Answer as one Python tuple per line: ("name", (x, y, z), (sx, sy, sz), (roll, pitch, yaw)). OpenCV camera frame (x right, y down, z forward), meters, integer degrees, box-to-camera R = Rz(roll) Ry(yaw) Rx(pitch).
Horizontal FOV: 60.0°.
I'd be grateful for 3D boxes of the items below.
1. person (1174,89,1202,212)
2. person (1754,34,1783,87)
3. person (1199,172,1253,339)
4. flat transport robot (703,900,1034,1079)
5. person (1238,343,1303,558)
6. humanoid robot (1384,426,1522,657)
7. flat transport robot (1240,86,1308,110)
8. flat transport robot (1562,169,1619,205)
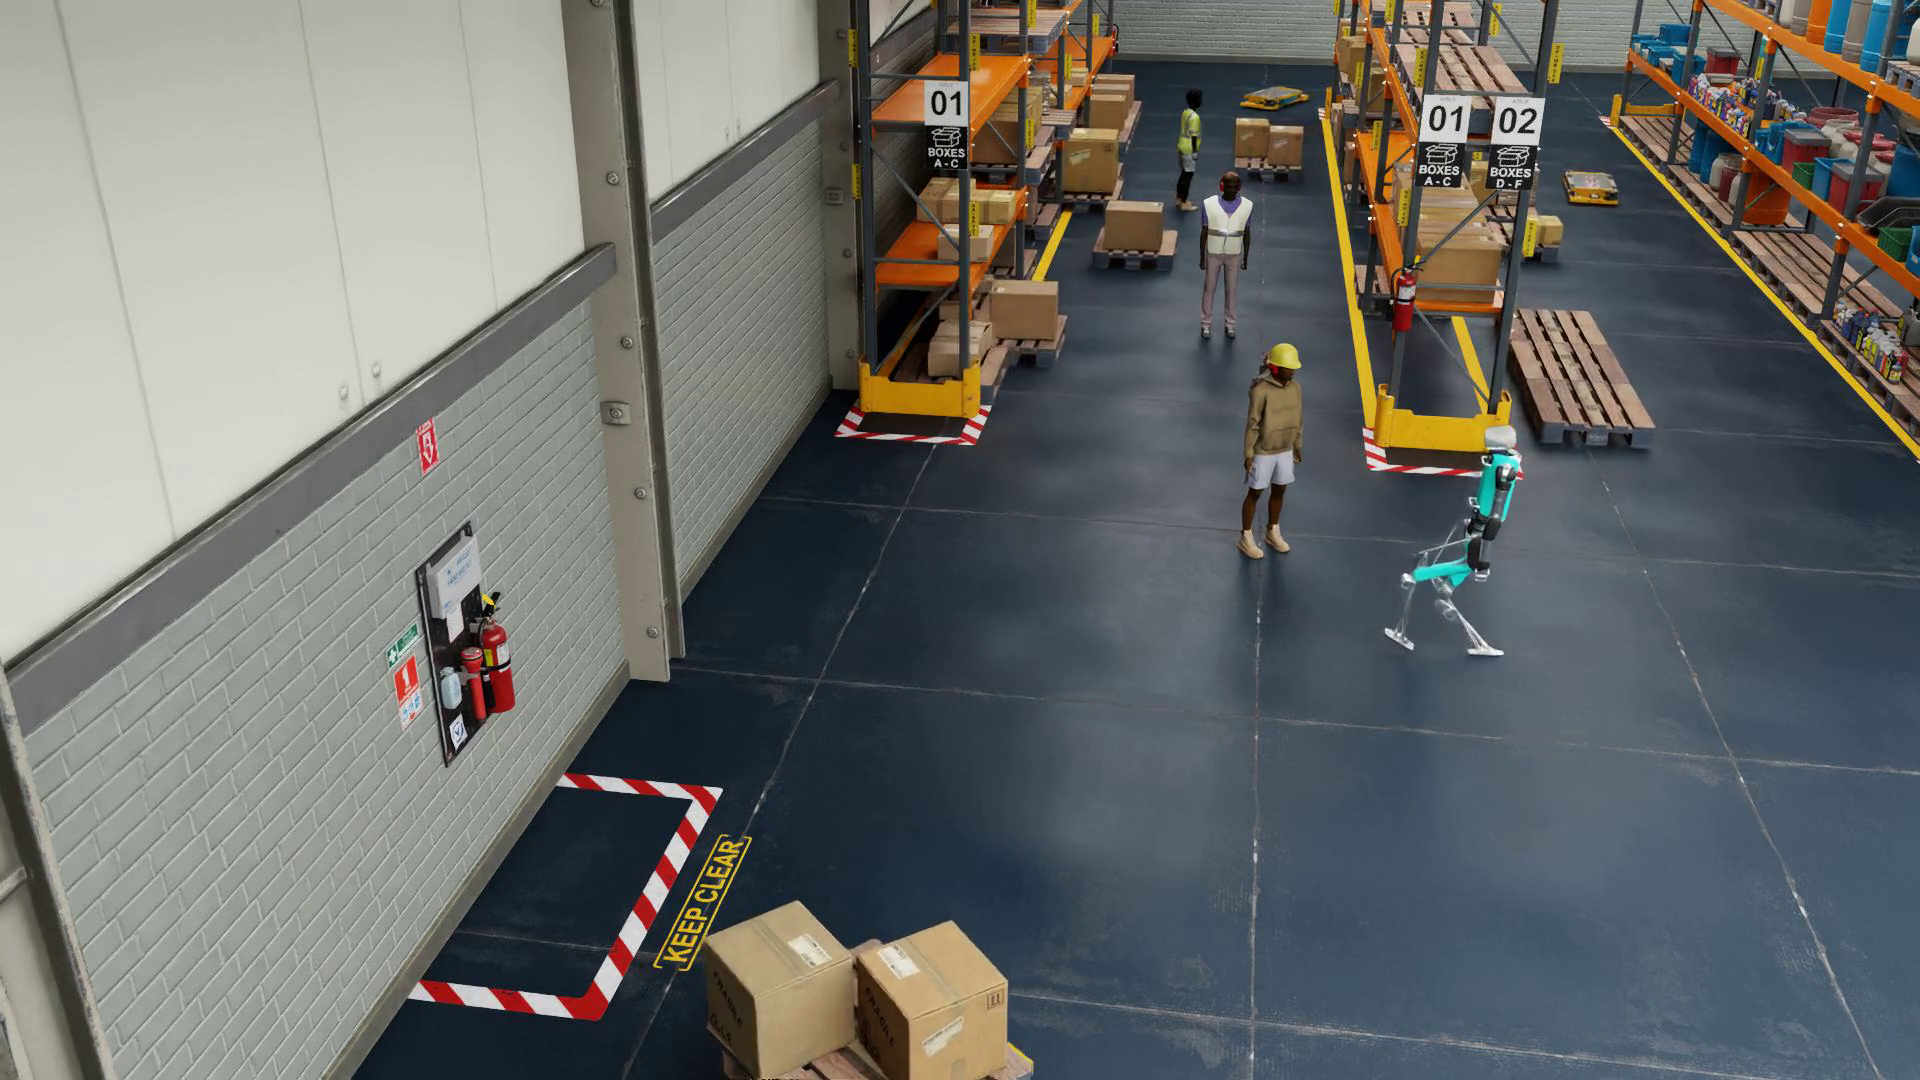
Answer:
("person", (3.234, -5.498, 23.450), (0.320, 1.693, 0.530), (-3, 25, -6))
("person", (15.836, -9.761, 32.479), (0.312, 1.769, 0.523), (-18, 30, -33))
("person", (2.887, -3.119, 18.186), (0.559, 1.836, 0.388), (-1, 25, -3))
("flat transport robot", (-0.400, 2.596, 7.800), (1.431, 0.231, 0.659), (-19, 31, -35))
("person", (2.463, -0.727, 13.159), (0.553, 1.757, 0.411), (-11, 27, -22))
("humanoid robot", (3.354, 0.034, 11.603), (1.003, 1.778, 0.530), (5, 25, 10))
("flat transport robot", (5.851, -8.214, 30.938), (0.659, 0.231, 1.431), (19, 31, 34))
("flat transport robot", (9.261, -5.181, 24.446), (0.659, 0.231, 1.431), (6, 26, 13))
